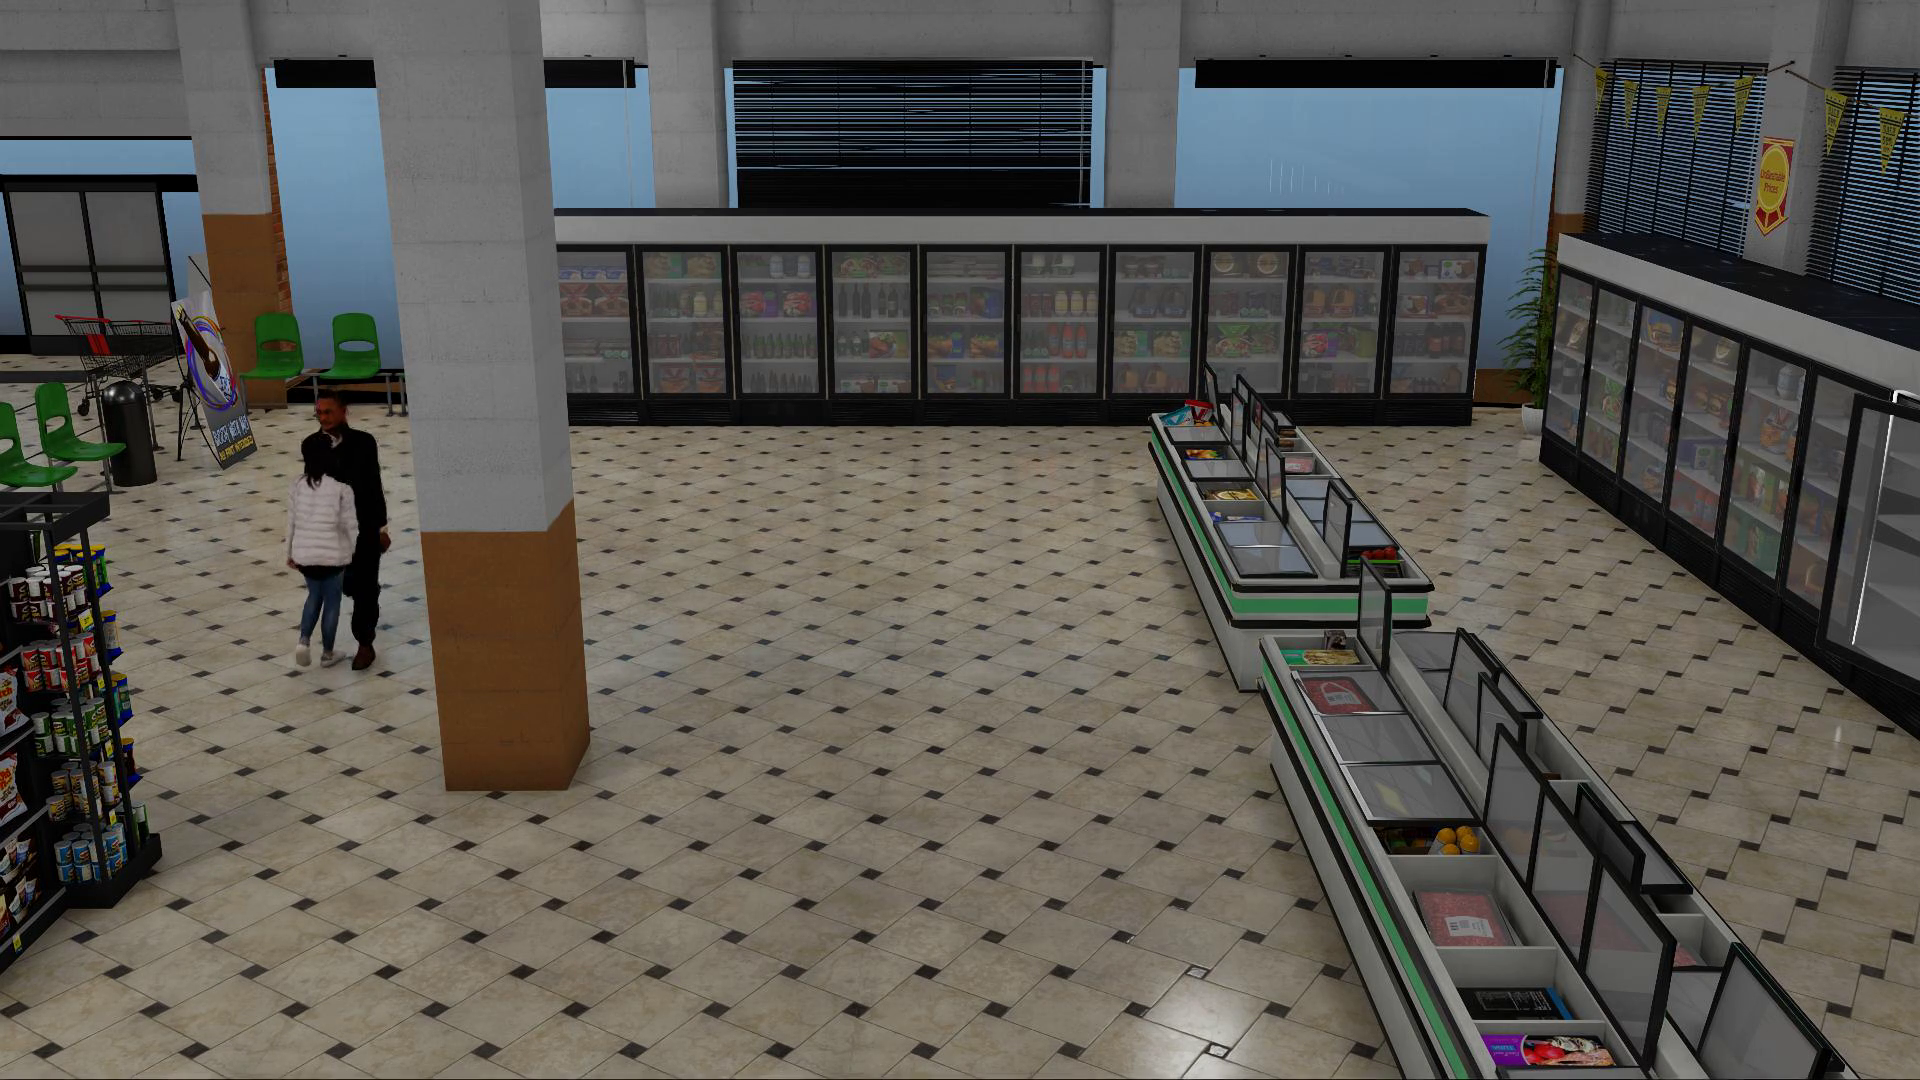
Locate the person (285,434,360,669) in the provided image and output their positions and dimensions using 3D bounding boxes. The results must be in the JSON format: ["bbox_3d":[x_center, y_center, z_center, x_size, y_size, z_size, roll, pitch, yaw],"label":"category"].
[{"bbox_3d":[-4.297,0.116,11.137,0.707,1.612,0.798,0,17,1],"label":"person"}]

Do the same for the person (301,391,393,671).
[{"bbox_3d":[-4.160,-0.104,11.397,0.721,1.882,1.120,-1,17,-3],"label":"person"}]
